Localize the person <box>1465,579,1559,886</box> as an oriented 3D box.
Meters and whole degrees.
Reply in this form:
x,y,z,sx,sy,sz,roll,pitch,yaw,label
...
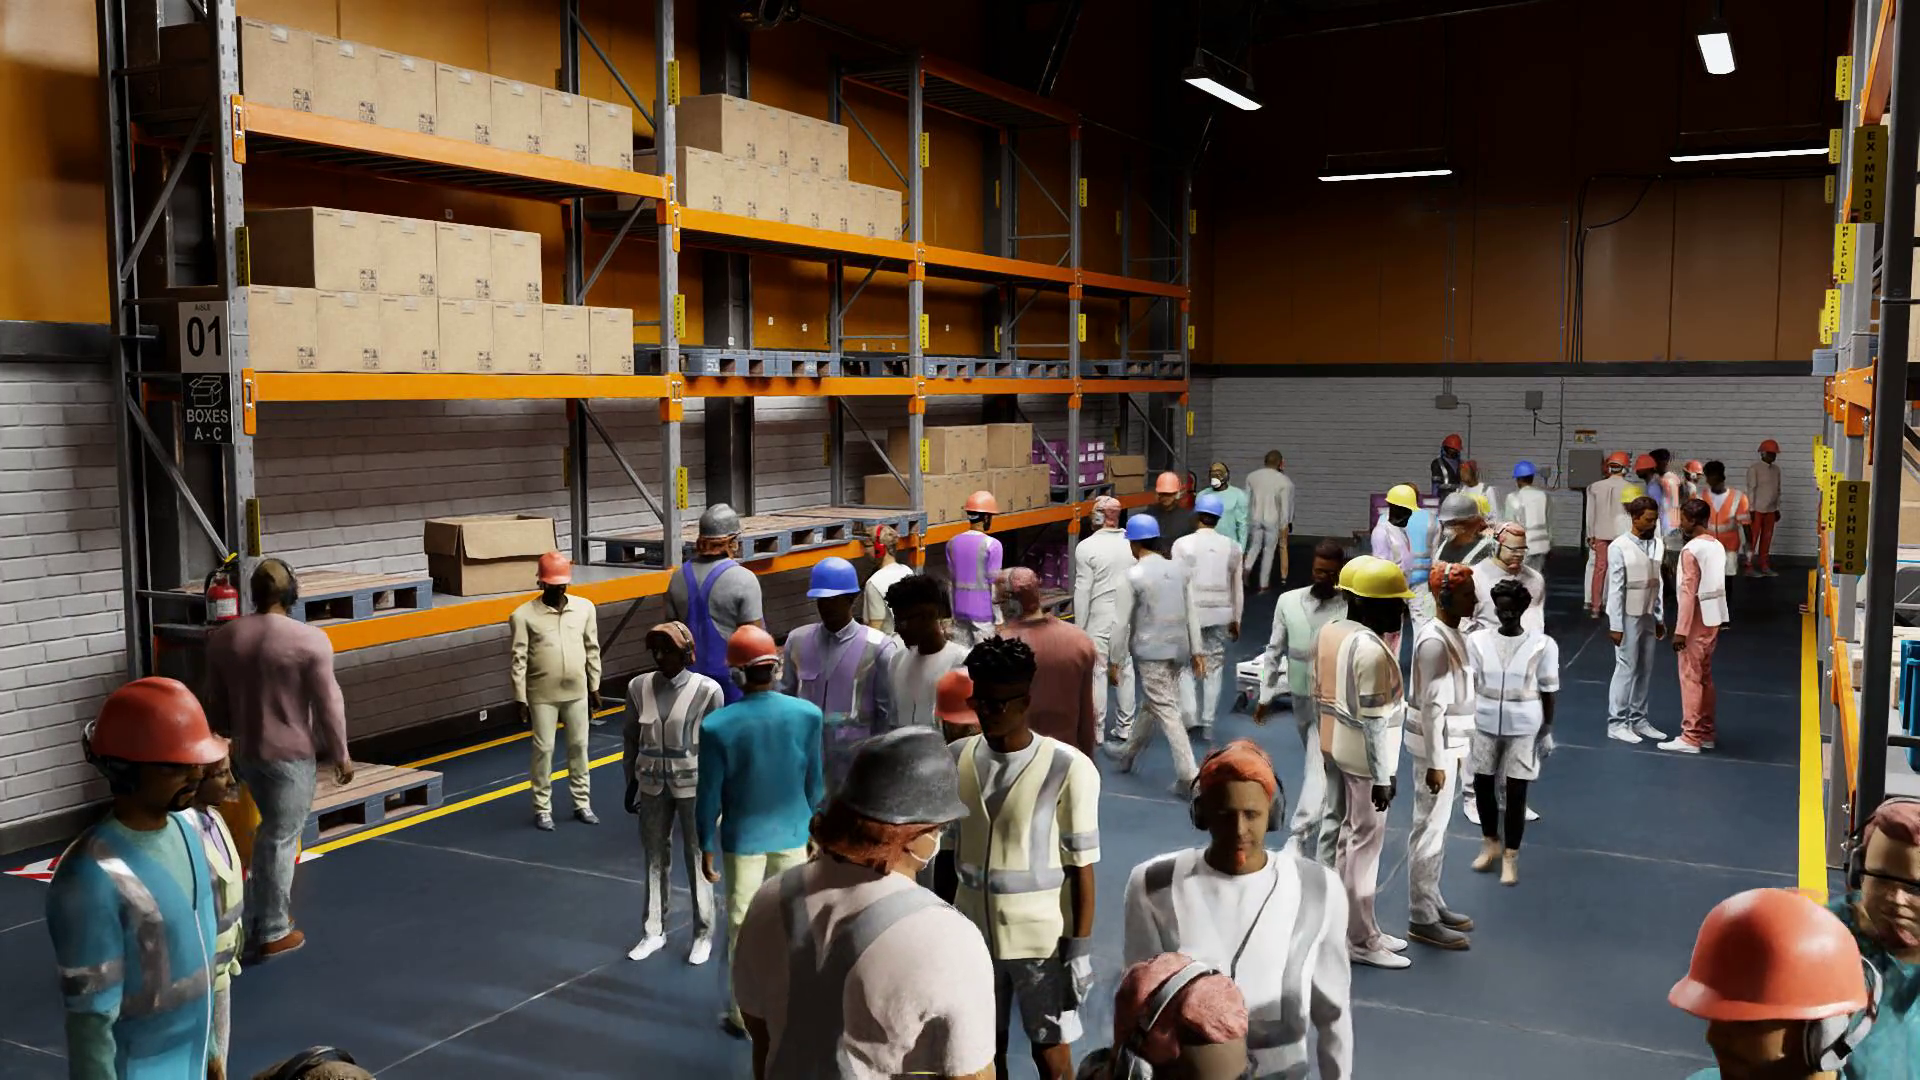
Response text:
x,y,z,sx,sy,sz,roll,pitch,yaw,label
3.023,1.054,9.229,0.547,1.692,0.362,3,6,29,person

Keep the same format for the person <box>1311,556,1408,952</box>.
x,y,z,sx,sy,sz,roll,pitch,yaw,label
1.946,1.036,8.138,0.366,1.927,0.585,-2,6,-22,person

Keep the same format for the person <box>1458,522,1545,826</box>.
x,y,z,sx,sy,sz,roll,pitch,yaw,label
3.427,0.832,10.476,0.639,1.903,0.409,-2,6,-18,person

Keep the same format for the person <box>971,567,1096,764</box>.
x,y,z,sx,sy,sz,roll,pitch,yaw,label
0.349,1.060,8.174,0.666,1.881,0.500,-1,5,-13,person

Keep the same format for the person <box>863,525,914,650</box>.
x,y,z,sx,sy,sz,roll,pitch,yaw,label
-0.450,0.816,10.998,0.401,1.837,0.564,2,6,23,person

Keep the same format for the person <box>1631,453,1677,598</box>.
x,y,z,sx,sy,sz,roll,pitch,yaw,label
8.762,-0.135,20.832,0.692,1.911,0.562,2,6,21,person

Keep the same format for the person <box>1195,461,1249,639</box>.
x,y,z,sx,sy,sz,roll,pitch,yaw,label
2.842,0.108,18.133,0.627,1.933,0.370,3,6,31,person

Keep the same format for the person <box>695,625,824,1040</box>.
x,y,z,sx,sy,sz,roll,pitch,yaw,label
-0.852,1.229,7.046,0.580,1.745,0.355,-3,6,-27,person

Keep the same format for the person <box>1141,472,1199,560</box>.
x,y,z,sx,sy,sz,roll,pitch,yaw,label
1.992,0.320,15.783,0.620,1.945,1.035,2,6,16,person

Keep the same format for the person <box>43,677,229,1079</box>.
x,y,z,sx,sy,sz,roll,pitch,yaw,label
-2.035,1.352,4.224,0.415,2.032,0.605,0,5,-2,person

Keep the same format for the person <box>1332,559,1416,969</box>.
x,y,z,sx,sy,sz,roll,pitch,yaw,label
1.971,1.052,7.958,0.369,1.928,0.585,0,5,4,person

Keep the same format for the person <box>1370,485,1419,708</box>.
x,y,z,sx,sy,sz,roll,pitch,yaw,label
3.660,0.492,14.029,0.384,1.919,0.584,3,6,33,person

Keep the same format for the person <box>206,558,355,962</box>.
x,y,z,sx,sy,sz,roll,pitch,yaw,label
-3.271,1.044,8.075,0.641,1.918,0.615,2,6,17,person

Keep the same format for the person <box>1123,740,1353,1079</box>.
x,y,z,sx,sy,sz,roll,pitch,yaw,label
0.703,1.424,4.276,0.589,1.868,0.612,1,5,10,person

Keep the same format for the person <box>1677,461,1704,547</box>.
x,y,z,sx,sy,sz,roll,pitch,yaw,label
9.848,-0.196,22.399,0.360,1.742,0.570,1,5,12,person

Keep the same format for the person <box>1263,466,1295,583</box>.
x,y,z,sx,sy,sz,roll,pitch,yaw,label
4.371,-0.271,23.123,0.563,1.752,0.328,0,5,-4,person

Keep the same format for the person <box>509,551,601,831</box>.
x,y,z,sx,sy,sz,roll,pitch,yaw,label
-2.489,0.927,10.311,0.572,1.739,0.354,-4,6,-34,person

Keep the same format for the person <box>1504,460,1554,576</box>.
x,y,z,sx,sy,sz,roll,pitch,yaw,label
6.290,0.082,18.394,0.647,1.926,0.518,-1,6,-16,person

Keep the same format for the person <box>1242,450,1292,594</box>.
x,y,z,sx,sy,sz,roll,pitch,yaw,label
3.990,-0.224,21.782,0.672,1.910,0.576,4,7,36,person

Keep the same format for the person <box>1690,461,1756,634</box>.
x,y,z,sx,sy,sz,roll,pitch,yaw,label
8.436,0.083,18.438,0.717,1.904,0.901,3,6,29,person

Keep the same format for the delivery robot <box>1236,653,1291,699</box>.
x,y,z,sx,sy,sz,roll,pitch,yaw,label
2.657,1.119,14.036,0.707,0.478,0.477,-5,7,-41,delivery robot

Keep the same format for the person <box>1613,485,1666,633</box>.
x,y,z,sx,sy,sz,roll,pitch,yaw,label
7.281,0.254,17.718,0.779,1.719,0.532,-3,6,-32,person

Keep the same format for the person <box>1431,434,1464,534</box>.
x,y,z,sx,sy,sz,roll,pitch,yaw,label
7.269,-0.555,24.680,0.605,2.036,0.383,-3,6,-27,person

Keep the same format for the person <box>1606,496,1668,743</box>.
x,y,z,sx,sy,sz,roll,pitch,yaw,label
5.215,0.610,12.859,0.597,1.907,0.408,-4,6,-35,person

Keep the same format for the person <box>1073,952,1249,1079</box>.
x,y,z,sx,sy,sz,roll,pitch,yaw,label
0.175,1.569,2.758,0.687,1.863,0.679,1,5,8,person

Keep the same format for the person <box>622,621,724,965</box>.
x,y,z,sx,sy,sz,roll,pitch,yaw,label
-1.358,1.198,7.922,0.523,1.638,0.311,1,5,14,person

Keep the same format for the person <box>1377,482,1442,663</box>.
x,y,z,sx,sy,sz,roll,pitch,yaw,label
4.221,0.370,15.749,0.636,1.842,0.429,0,5,-3,person

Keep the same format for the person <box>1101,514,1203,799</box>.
x,y,z,sx,sy,sz,roll,pitch,yaw,label
1.286,0.766,11.285,0.634,1.870,1.098,-4,7,-38,person

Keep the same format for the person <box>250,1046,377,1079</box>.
x,y,z,sx,sy,sz,roll,pitch,yaw,label
-0.850,1.593,2.155,0.364,1.931,0.634,3,6,30,person

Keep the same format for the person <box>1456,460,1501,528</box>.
x,y,z,sx,sy,sz,roll,pitch,yaw,label
6.258,-0.048,20.202,0.878,1.841,0.598,-3,6,-25,person

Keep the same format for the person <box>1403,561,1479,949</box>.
x,y,z,sx,sy,sz,roll,pitch,yaw,label
2.395,1.046,8.261,0.359,1.882,0.575,2,6,24,person

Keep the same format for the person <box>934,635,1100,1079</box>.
x,y,z,sx,sy,sz,roll,pitch,yaw,label
0.164,1.277,5.407,0.610,1.962,0.379,3,6,31,person

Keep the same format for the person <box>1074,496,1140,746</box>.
x,y,z,sx,sy,sz,roll,pitch,yaw,label
1.116,0.617,12.759,0.651,1.906,0.409,-3,6,-32,person

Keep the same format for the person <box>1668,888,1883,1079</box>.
x,y,z,sx,sy,sz,roll,pitch,yaw,label
1.399,1.529,2.729,0.998,1.957,0.619,-2,6,-21,person

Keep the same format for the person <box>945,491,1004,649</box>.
x,y,z,sx,sy,sz,roll,pitch,yaw,label
0.144,0.576,13.108,0.546,1.927,0.391,5,7,42,person

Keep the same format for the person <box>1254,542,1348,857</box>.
x,y,z,sx,sy,sz,roll,pitch,yaw,label
2.097,0.928,9.697,0.596,1.856,1.064,4,7,39,person

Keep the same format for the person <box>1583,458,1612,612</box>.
x,y,z,sx,sy,sz,roll,pitch,yaw,label
7.871,-0.062,20.259,0.373,1.876,0.580,-3,6,-26,person

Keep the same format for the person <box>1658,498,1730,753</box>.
x,y,z,sx,sy,sz,roll,pitch,yaw,label
5.560,0.640,12.514,0.397,1.909,0.599,5,7,42,person

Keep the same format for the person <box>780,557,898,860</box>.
x,y,z,sx,sy,sz,roll,pitch,yaw,label
-0.583,1.046,7.913,0.605,1.948,0.391,2,6,18,person

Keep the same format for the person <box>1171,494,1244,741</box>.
x,y,z,sx,sy,sz,roll,pitch,yaw,label
1.907,0.599,12.943,0.640,1.911,0.499,-1,5,-10,person

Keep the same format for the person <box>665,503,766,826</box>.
x,y,z,sx,sy,sz,roll,pitch,yaw,label
-1.427,0.790,10.175,0.682,2.000,0.537,3,6,30,person

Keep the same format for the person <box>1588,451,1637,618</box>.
x,y,z,sx,sy,sz,roll,pitch,yaw,label
7.684,-0.048,19.508,0.616,1.986,0.407,5,7,42,person

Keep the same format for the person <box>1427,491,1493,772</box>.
x,y,z,sx,sy,sz,roll,pitch,yaw,label
3.701,0.626,11.940,0.755,2.000,0.696,-2,6,-22,person

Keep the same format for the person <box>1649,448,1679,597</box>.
x,y,z,sx,sy,sz,roll,pitch,yaw,label
9.074,-0.220,21.631,0.488,1.922,0.625,3,6,26,person

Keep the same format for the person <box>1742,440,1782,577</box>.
x,y,z,sx,sy,sz,roll,pitch,yaw,label
11.517,-0.446,23.809,0.609,1.986,0.412,-2,6,-25,person
